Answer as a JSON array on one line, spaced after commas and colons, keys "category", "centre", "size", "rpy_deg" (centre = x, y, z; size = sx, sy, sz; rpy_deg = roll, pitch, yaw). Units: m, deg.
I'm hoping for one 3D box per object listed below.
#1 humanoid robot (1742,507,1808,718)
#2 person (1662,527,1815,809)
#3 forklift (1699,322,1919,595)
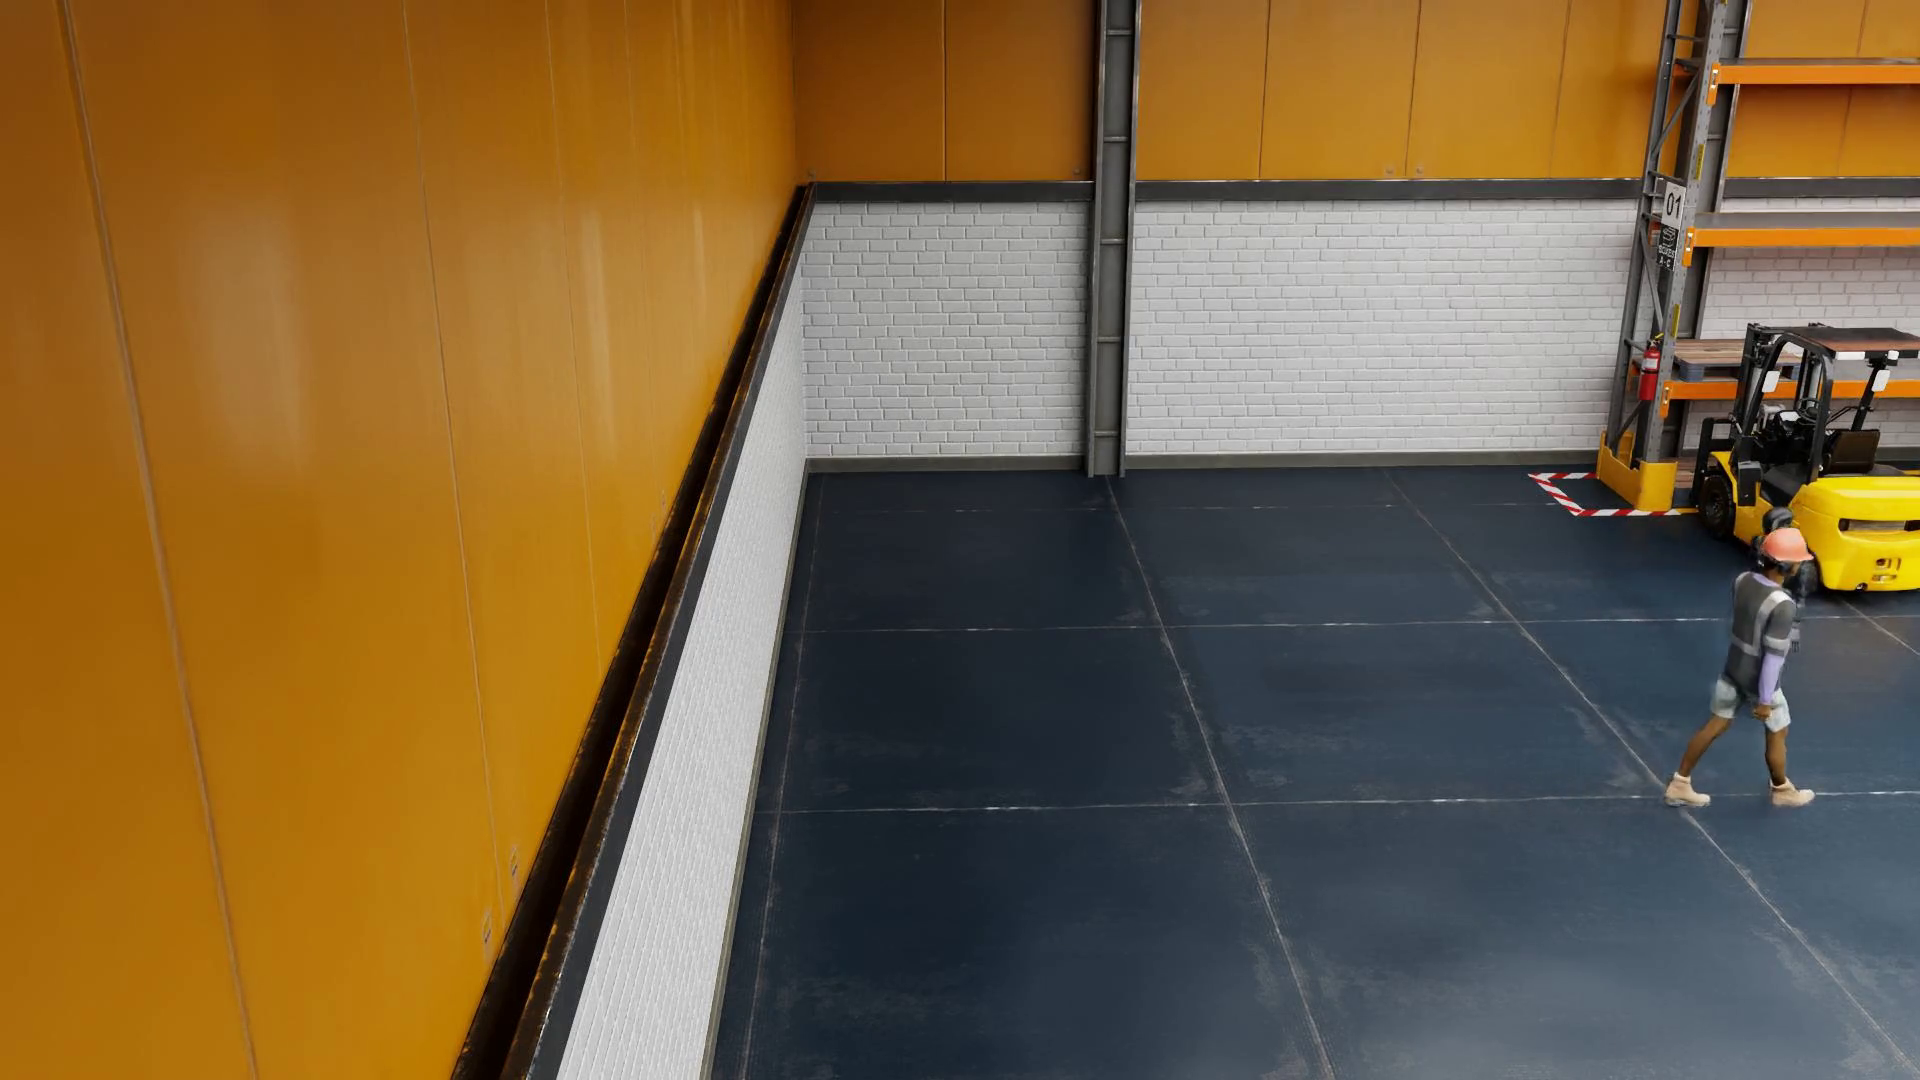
[{"category": "humanoid robot", "centre": [5.889, 0.537, 12.080], "size": [0.366, 1.639, 0.613], "rpy_deg": [-6, 21, -17]}, {"category": "person", "centre": [5.155, 0.850, 10.771], "size": [1.029, 1.991, 0.621], "rpy_deg": [-3, 20, -8]}, {"category": "forklift", "centre": [7.809, -0.792, 14.926], "size": [1.214, 2.155, 2.313], "rpy_deg": [-1, 20, -2]}]
